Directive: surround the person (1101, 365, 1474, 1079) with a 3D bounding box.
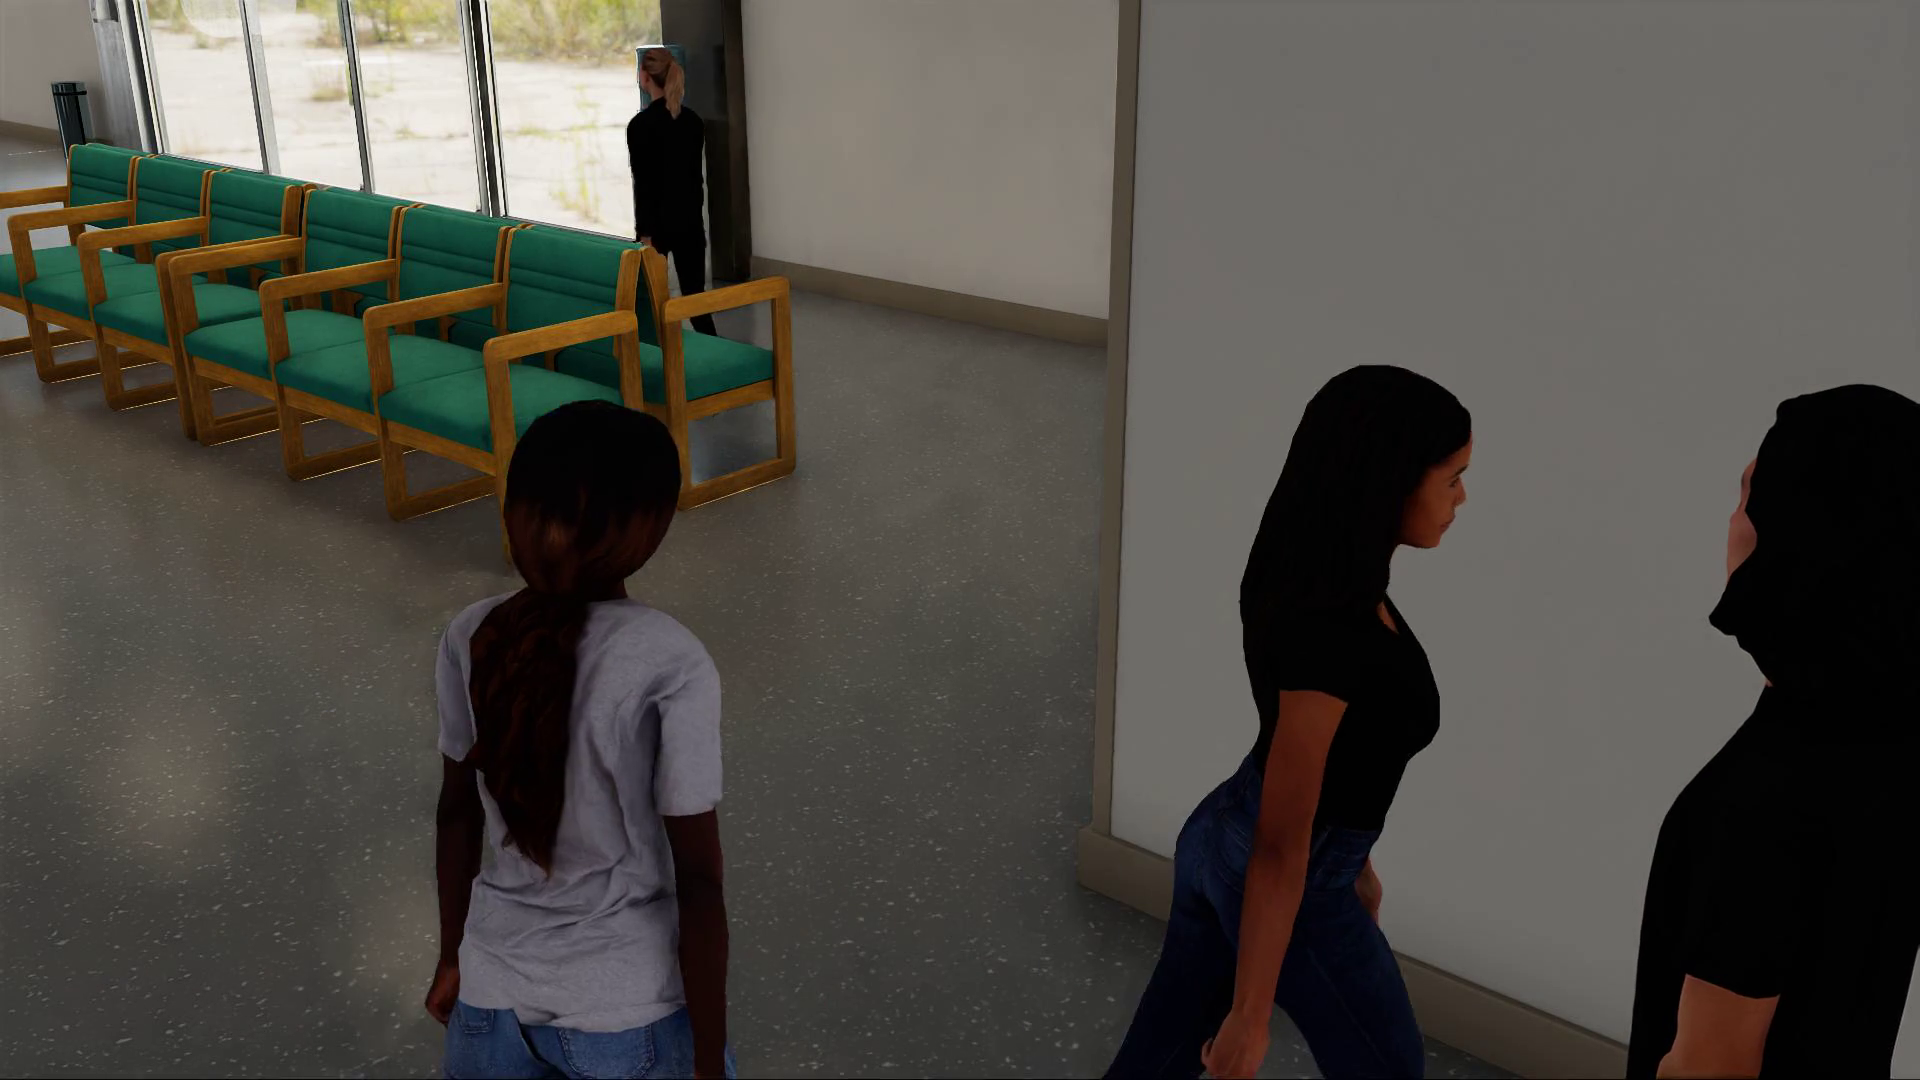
[{"bbox_3d":[0.379,0.598,2.504,1.184,1.674,1.194,0,21,0],"label":"person"}]

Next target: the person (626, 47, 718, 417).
[{"bbox_3d":[-1.291,-1.389,7.755,0.735,1.670,0.929,18,27,39],"label":"person"}]

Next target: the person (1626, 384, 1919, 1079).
[{"bbox_3d":[0.936,0.736,1.990,0.514,1.767,0.721,-17,27,-38],"label":"person"}]

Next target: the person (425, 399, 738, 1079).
[{"bbox_3d":[-0.548,0.702,2.247,0.992,1.662,1.280,5,21,12],"label":"person"}]
